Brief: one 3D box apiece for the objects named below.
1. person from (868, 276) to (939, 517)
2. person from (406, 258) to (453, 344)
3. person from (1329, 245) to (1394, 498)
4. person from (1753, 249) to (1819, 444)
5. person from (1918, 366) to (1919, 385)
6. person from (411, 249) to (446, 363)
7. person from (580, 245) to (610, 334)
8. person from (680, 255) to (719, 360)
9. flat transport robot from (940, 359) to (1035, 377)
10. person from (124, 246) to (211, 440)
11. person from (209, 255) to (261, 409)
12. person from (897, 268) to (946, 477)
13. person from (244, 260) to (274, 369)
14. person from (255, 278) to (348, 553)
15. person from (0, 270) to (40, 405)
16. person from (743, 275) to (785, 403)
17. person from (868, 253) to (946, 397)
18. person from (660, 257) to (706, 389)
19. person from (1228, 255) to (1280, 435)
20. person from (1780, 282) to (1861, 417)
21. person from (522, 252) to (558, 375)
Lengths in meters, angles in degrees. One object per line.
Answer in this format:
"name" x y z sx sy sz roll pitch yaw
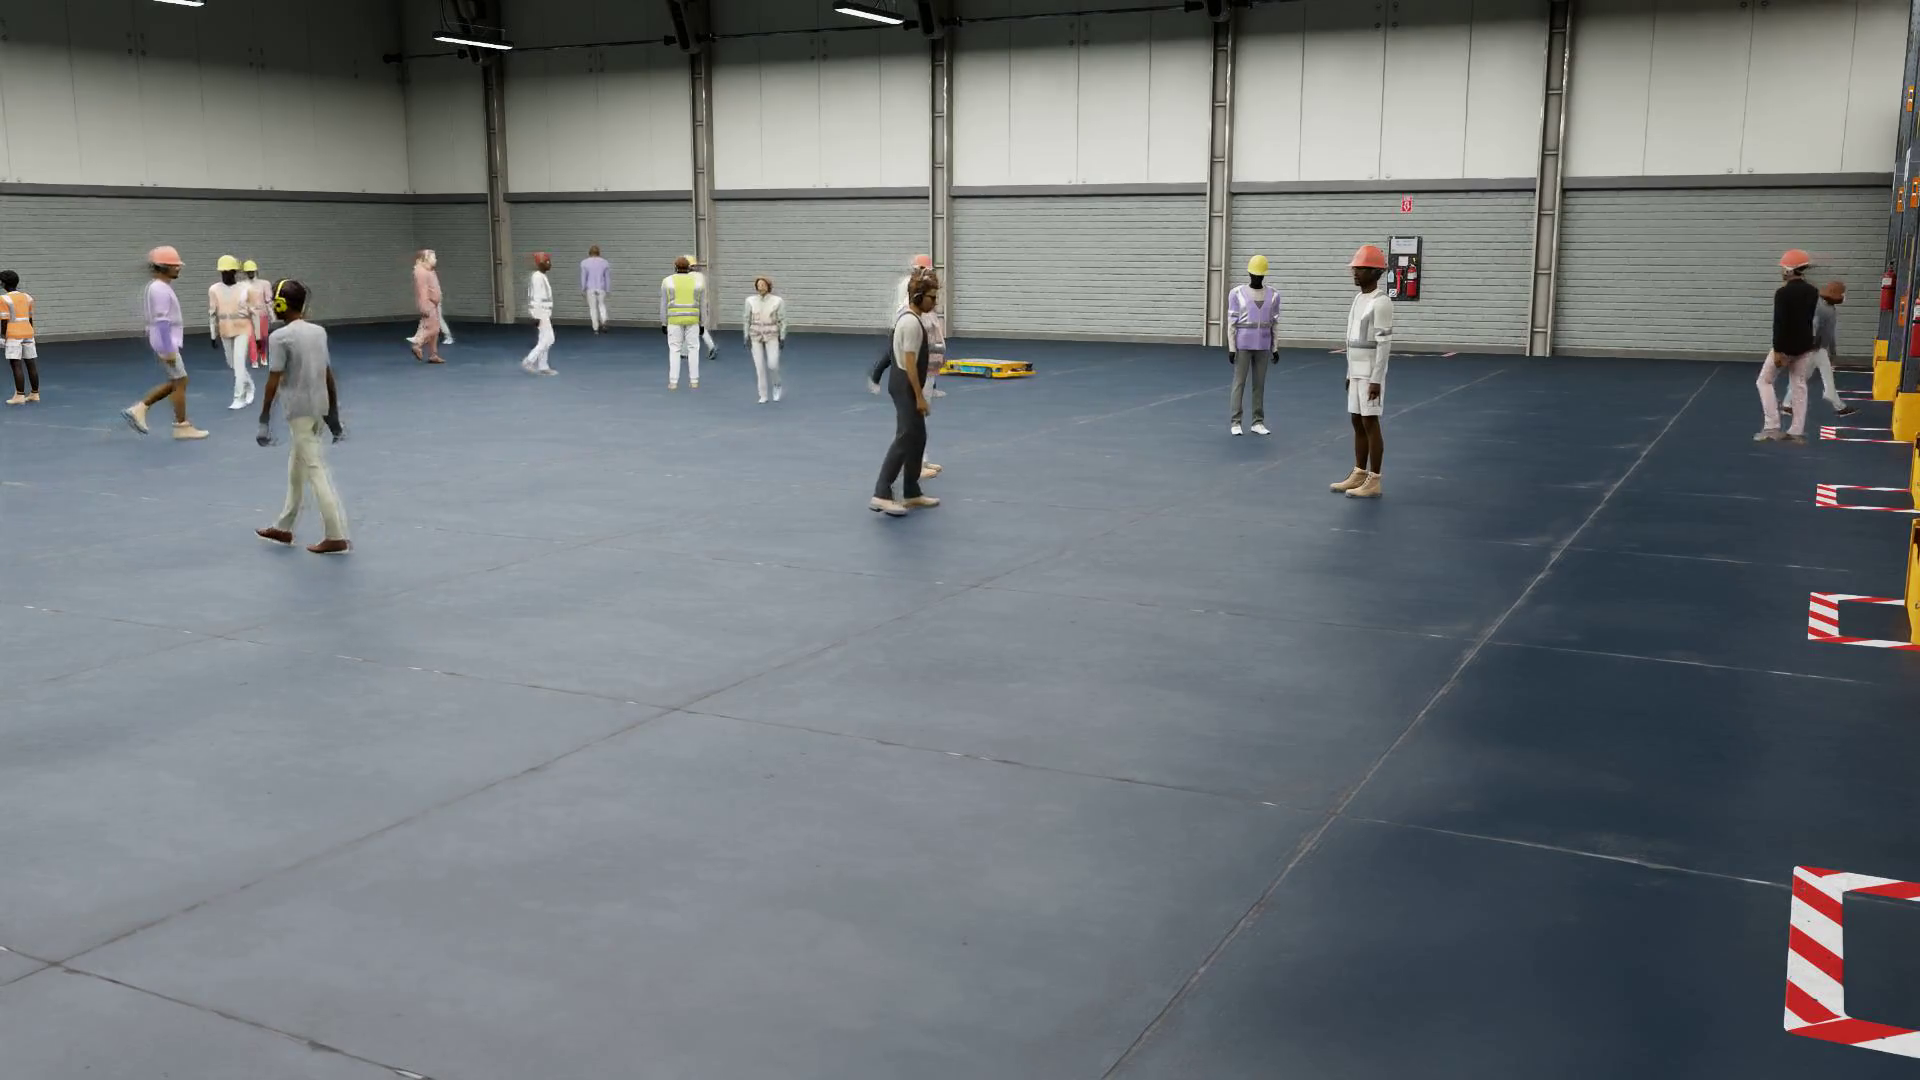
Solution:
"person" -0.428 -1.094 12.728 0.535 1.817 0.761 0 10 1
"person" -10.403 -4.672 32.595 0.894 1.670 0.540 -2 11 -12
"person" 3.289 -1.365 13.555 0.361 2.048 0.614 -2 11 -9
"person" 8.502 -1.981 17.085 0.611 1.977 0.587 -4 11 -23
"person" 11.283 -2.312 19.116 0.833 1.901 0.563 2 11 12
"person" -8.815 -3.864 27.595 0.465 1.890 0.672 -1 10 -4
"person" -7.902 -5.418 36.018 0.629 1.925 0.434 -5 12 -26
"person" -4.518 -3.952 28.350 0.834 1.803 0.595 8 13 37
"flat transport robot" 0.388 -2.617 25.233 1.431 0.197 0.652 9 14 41
"person" -8.279 -2.030 17.256 0.704 2.023 0.610 -5 11 -23
"person" -9.014 -2.603 20.745 0.595 1.900 0.865 1 10 3
"person" -0.341 -1.484 14.785 0.429 1.838 0.621 2 11 9
"person" -11.401 -3.657 26.909 0.528 1.736 0.803 -5 12 -27
"person" -4.520 -0.820 11.156 0.887 1.833 0.560 3 11 15
"person" -11.918 -2.556 21.021 0.319 1.692 0.533 3 11 14
"person" -2.487 -2.539 21.116 0.519 1.624 0.372 1 10 6
"person" -0.747 -2.868 22.173 1.138 1.916 0.641 7 12 33
"person" -3.857 -3.022 23.188 0.631 1.837 0.430 -3 11 -17
"person" 3.148 -2.076 17.796 0.587 1.916 0.392 -2 11 -12
"person" 10.119 -2.215 19.430 0.895 1.578 0.512 7 13 34
"person" -6.349 -3.421 25.246 0.445 1.872 0.576 -2 11 -8
